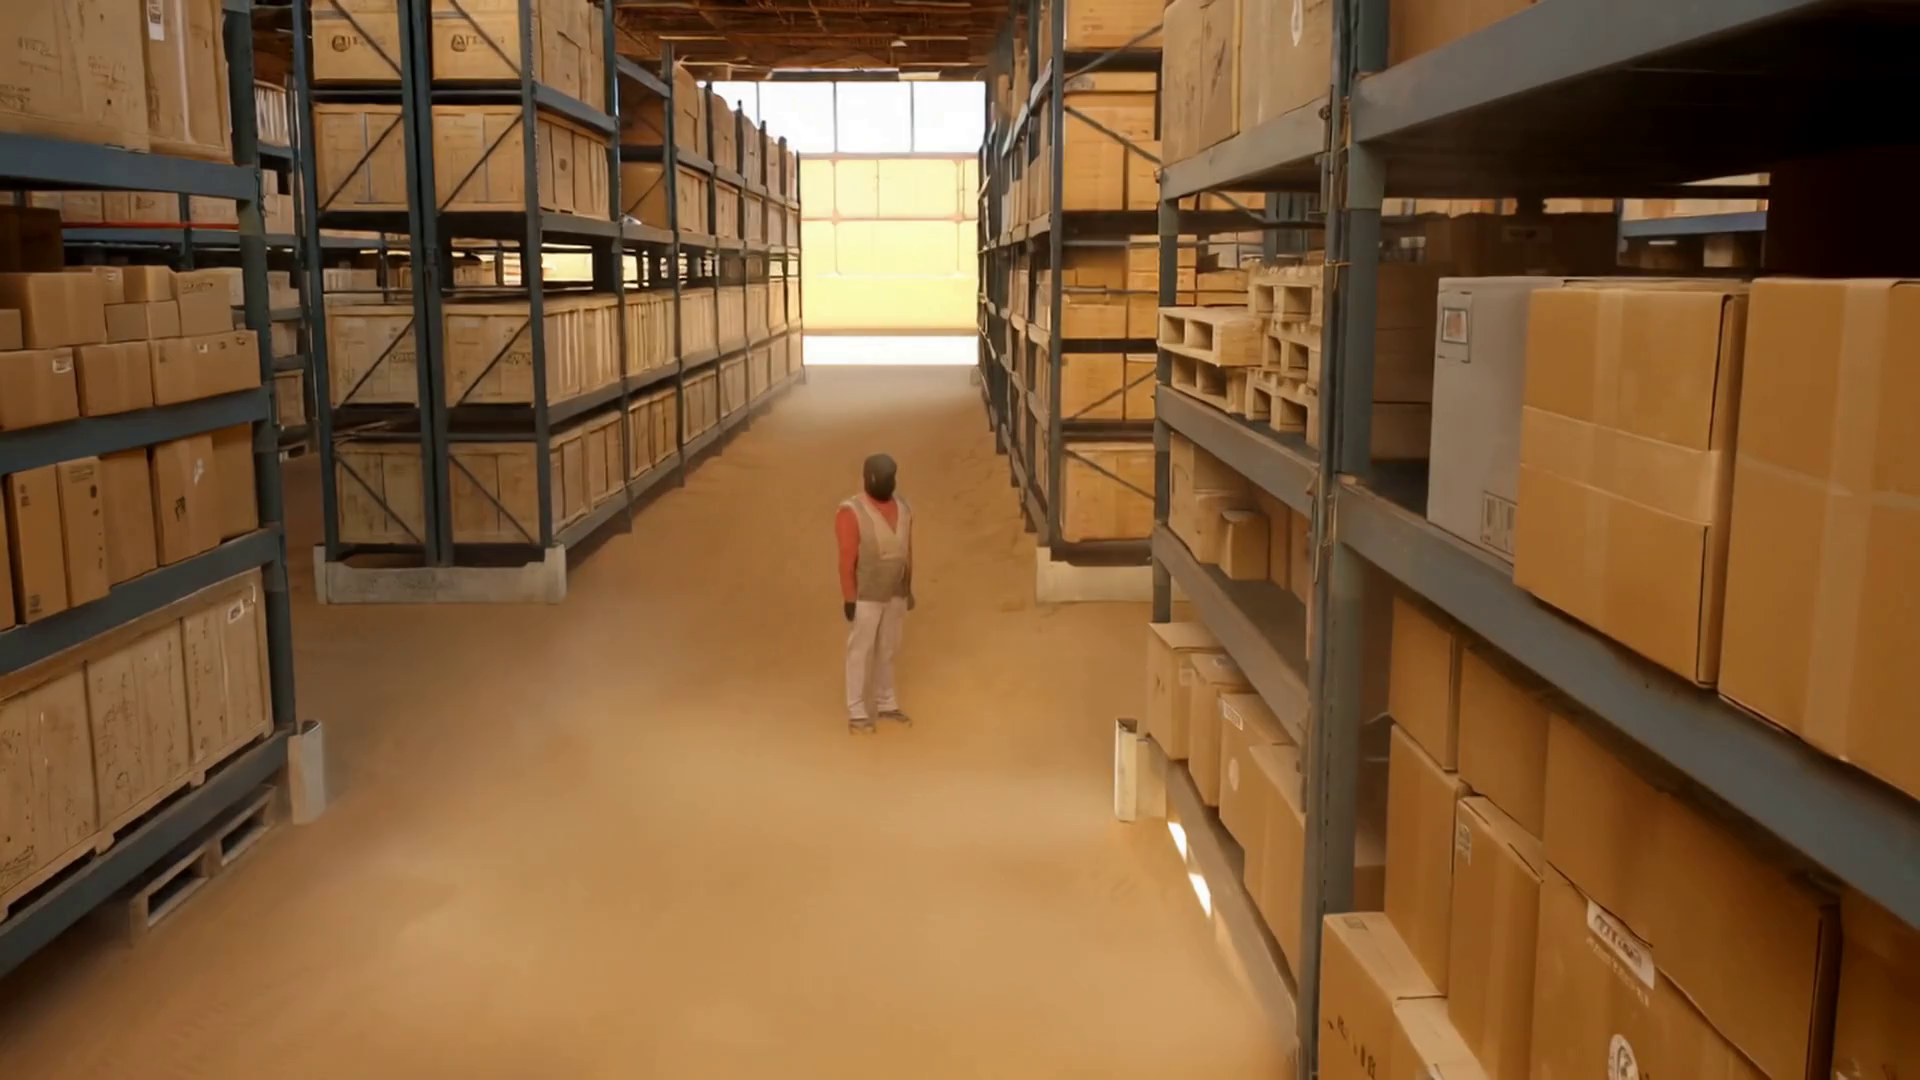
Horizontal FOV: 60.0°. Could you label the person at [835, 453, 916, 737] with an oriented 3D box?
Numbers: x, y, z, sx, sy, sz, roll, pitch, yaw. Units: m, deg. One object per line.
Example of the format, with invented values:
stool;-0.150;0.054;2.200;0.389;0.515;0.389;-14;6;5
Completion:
person;-0.524;0.348;10.902;0.430;1.844;0.624;9;13;43
